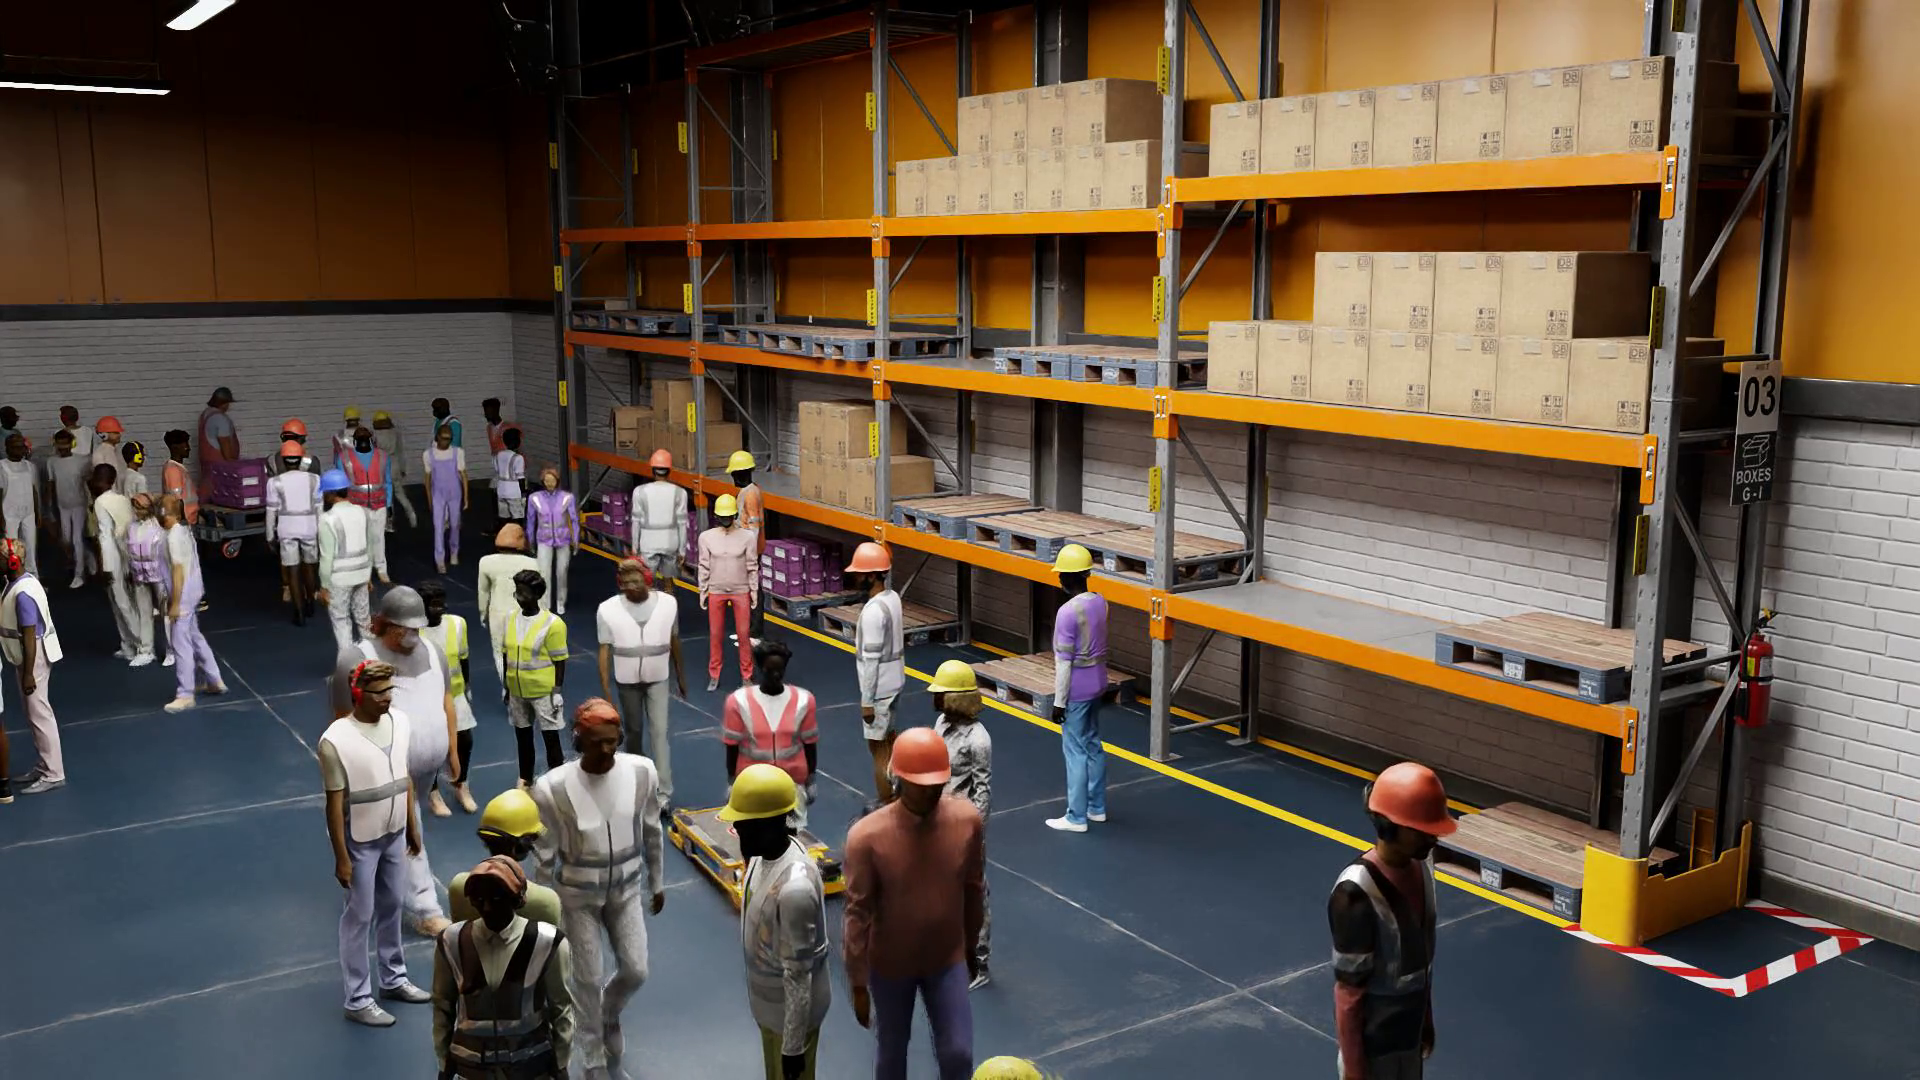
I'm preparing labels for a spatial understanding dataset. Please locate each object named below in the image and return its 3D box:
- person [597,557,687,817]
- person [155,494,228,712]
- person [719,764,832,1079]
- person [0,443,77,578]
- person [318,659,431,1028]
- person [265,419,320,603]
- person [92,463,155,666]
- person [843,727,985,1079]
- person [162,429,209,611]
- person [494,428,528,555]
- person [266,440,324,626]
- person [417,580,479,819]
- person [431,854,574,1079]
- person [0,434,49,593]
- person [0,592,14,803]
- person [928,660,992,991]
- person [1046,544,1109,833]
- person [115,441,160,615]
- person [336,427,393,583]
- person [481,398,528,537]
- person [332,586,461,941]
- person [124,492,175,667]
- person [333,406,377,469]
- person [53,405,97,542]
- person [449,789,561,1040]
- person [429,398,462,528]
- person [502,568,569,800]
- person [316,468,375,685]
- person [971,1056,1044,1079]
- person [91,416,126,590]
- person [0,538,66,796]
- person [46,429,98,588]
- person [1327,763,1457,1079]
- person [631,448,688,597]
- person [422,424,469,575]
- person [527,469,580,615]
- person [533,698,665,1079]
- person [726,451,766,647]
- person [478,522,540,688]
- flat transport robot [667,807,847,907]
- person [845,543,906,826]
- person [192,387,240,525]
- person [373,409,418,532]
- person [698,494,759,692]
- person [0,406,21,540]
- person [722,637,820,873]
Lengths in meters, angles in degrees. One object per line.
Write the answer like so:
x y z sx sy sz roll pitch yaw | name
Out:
-2.172 0.981 11.445 0.626 1.772 1.010 -3 10 -19 | person
-6.550 0.506 14.113 0.472 1.819 0.703 -3 10 -17 | person
-0.698 1.778 6.357 0.409 1.918 0.584 -3 10 -19 | person
-10.968 -0.361 19.652 0.976 1.661 0.574 -4 10 -22 | person
-2.934 1.487 8.284 0.396 1.839 0.560 4 10 22 | person
-7.293 -0.315 18.310 0.601 2.036 0.407 0 10 2 | person
-7.851 0.224 15.625 0.505 1.874 0.675 -2 10 -11 | person
-0.142 1.709 6.620 0.643 1.949 0.936 -4 10 -21 | person
-8.374 -0.215 17.900 0.367 1.966 0.606 -5 11 -27 | person
-5.560 -0.548 20.664 0.534 1.691 0.317 8 12 38 | person
-6.904 -0.078 17.288 0.559 1.933 0.597 -6 11 -30 | person
-3.513 1.076 11.176 0.551 1.664 0.461 -9 13 -41 | person
-1.679 1.951 6.139 0.514 1.641 0.309 -1 10 -3 | person
-10.548 -0.276 18.642 0.348 1.839 0.504 4 11 24 | person
-6.751 0.908 11.327 0.375 1.959 0.600 0 10 -2 | person
-0.024 1.474 8.639 0.299 1.745 0.483 -6 11 -31 | person
0.775 0.980 11.042 0.397 1.919 0.582 5 11 28 | person
-8.707 -0.111 17.616 0.509 1.860 0.333 6 11 32 | person
-6.909 -0.402 19.363 0.626 1.844 0.429 -5 11 -29 | person
-6.171 -0.988 22.651 0.612 1.911 0.717 7 12 36 | person
-3.199 1.178 9.504 1.060 2.000 0.686 7 12 34 | person
-7.511 0.365 15.459 0.512 1.638 0.312 1 10 8 | person
-8.131 -0.908 22.474 0.604 1.802 0.759 -7 12 -36 | person
-11.708 -0.860 22.035 0.390 1.847 0.562 4 10 21 | person
-1.738 1.834 6.489 0.523 1.759 0.337 4 11 24 | person
-7.253 -1.094 23.469 0.429 1.833 0.631 -9 13 -42 | person
-2.920 1.028 11.385 0.532 1.699 0.320 4 11 24 | person
-5.462 0.331 14.774 0.405 1.947 0.619 4 10 22 | person
0.142 2.194 4.442 0.334 1.732 0.502 4 11 23 | person
-9.698 -0.426 19.050 0.391 1.995 0.613 -1 10 -7 | person
-6.622 0.882 11.856 0.392 1.836 0.561 -7 12 -35 | person
-10.285 -0.394 19.358 0.586 1.845 0.720 0 10 -2 | person
1.562 1.780 6.021 0.410 2.030 0.611 8 13 41 | person
-2.962 0.058 16.449 0.567 1.917 0.708 -3 10 -15 | person
-6.256 -0.525 20.238 0.507 1.801 0.928 -4 10 -22 | person
-4.248 0.054 17.409 0.535 1.584 0.854 -3 10 -15 | person
-1.635 1.599 7.551 0.637 1.862 0.503 -6 11 -31 | person
-2.087 0.081 16.277 0.369 1.927 0.584 -2 10 -13 | person
-3.766 0.656 13.882 0.520 1.605 0.601 -2 10 -10 | person
-1.290 1.918 10.349 0.652 0.197 1.431 -5 11 -27 | flat transport robot
-0.562 0.971 11.062 0.380 1.933 0.547 2 10 13 | person
-10.408 -1.191 23.410 0.868 2.000 0.580 8 13 39 | person
-7.807 -0.945 22.898 0.586 1.716 0.520 8 12 38 | person
-2.020 0.465 14.522 0.530 1.759 0.341 0 10 -3 | person
-12.615 -0.862 22.092 0.368 1.836 0.531 1 10 5 | person
-1.057 1.369 9.390 0.550 1.686 0.369 -3 10 -15 | person
